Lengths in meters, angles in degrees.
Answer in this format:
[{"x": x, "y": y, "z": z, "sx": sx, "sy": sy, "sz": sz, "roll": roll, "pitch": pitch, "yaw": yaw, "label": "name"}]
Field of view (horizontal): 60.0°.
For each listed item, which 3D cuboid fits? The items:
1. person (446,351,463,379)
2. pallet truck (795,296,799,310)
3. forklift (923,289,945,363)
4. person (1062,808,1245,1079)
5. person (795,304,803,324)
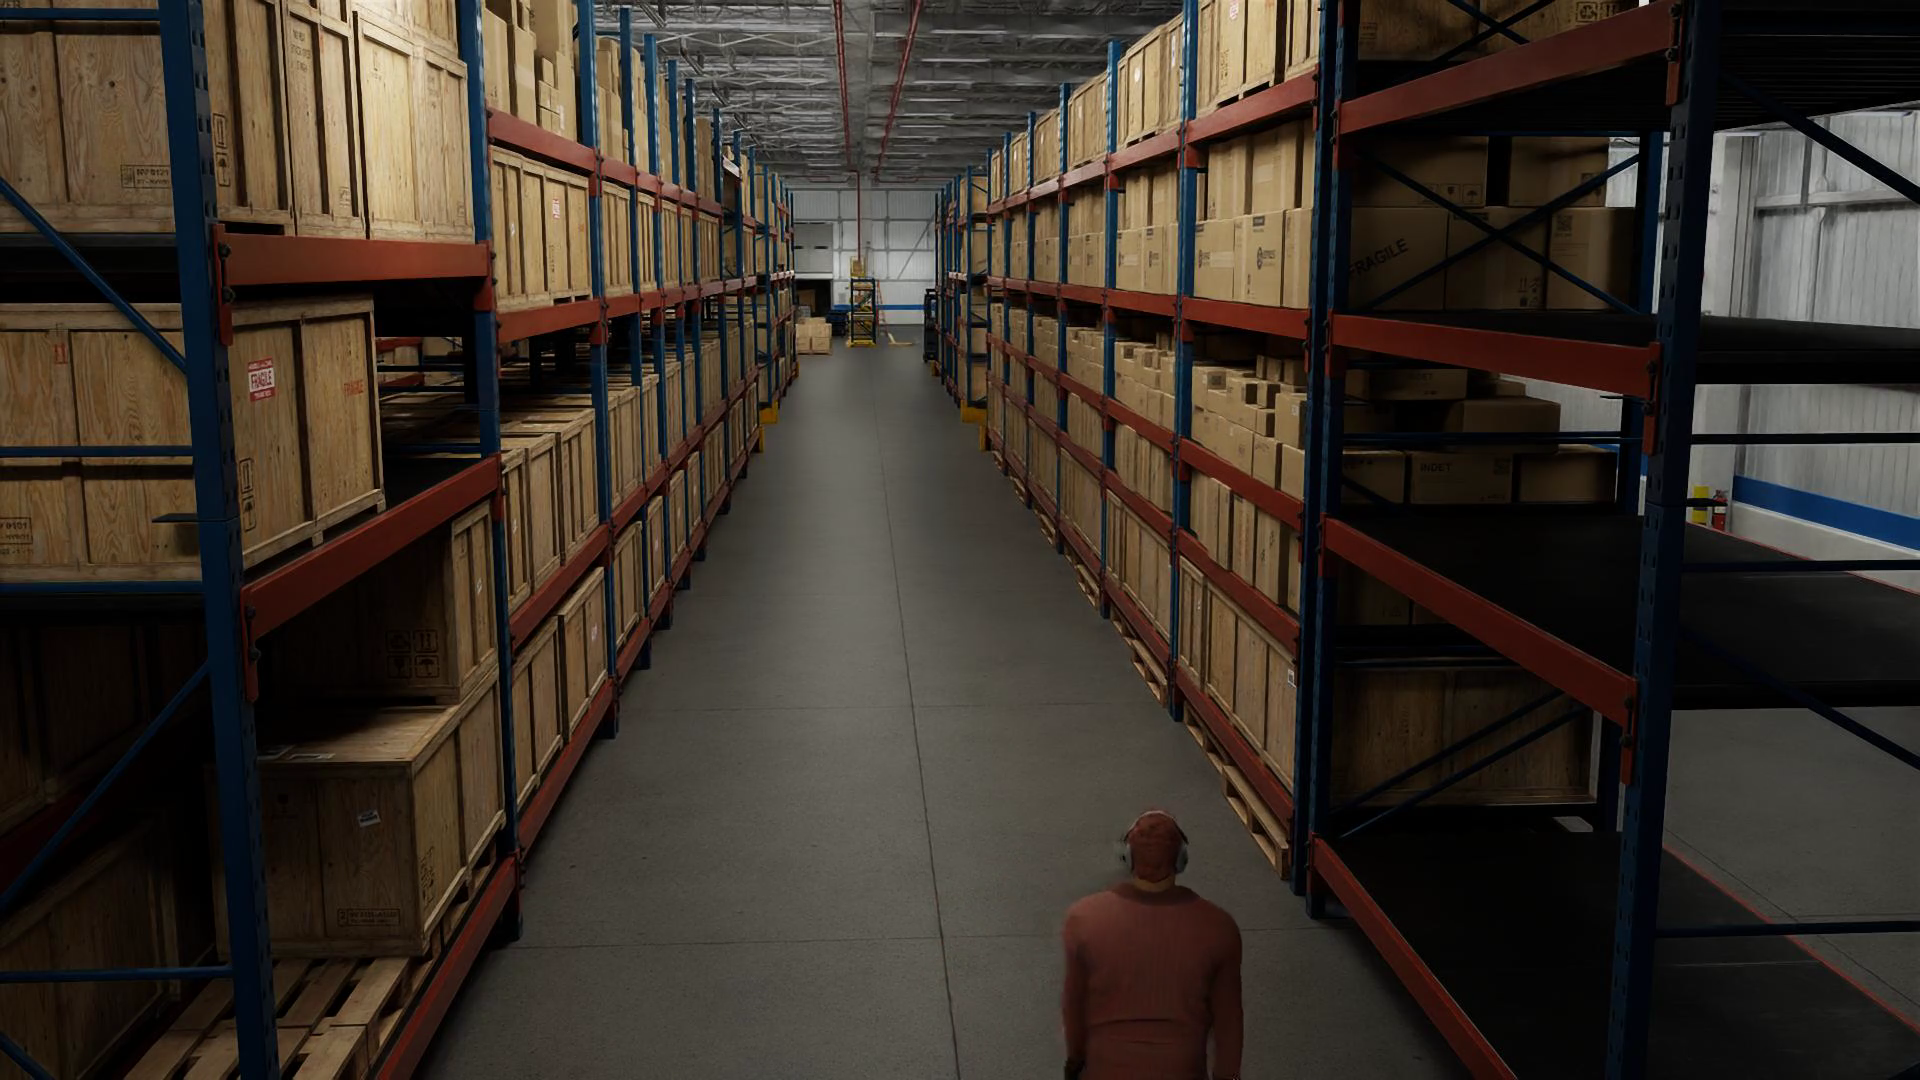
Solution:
[{"x": -11.643, "y": -3.441, "z": 38.237, "sx": 0.787, "sy": 1.800, "sz": 0.631, "roll": 1, "pitch": 10, "yaw": 5, "label": "person"}, {"x": -8.622, "y": -12.439, "z": 91.403, "sx": 1.885, "sy": 1.965, "sz": 0.823, "roll": 2, "pitch": 10, "yaw": 13, "label": "pallet truck"}, {"x": -0.834, "y": -8.187, "z": 63.375, "sx": 1.129, "sy": 2.768, "sz": 1.873, "roll": -1, "pitch": 10, "yaw": -3, "label": "forklift"}, {"x": 0.698, "y": 1.903, "z": 6.053, "sx": 0.656, "sy": 1.899, "sz": 0.427, "roll": 1, "pitch": 10, "yaw": 4, "label": "person"}, {"x": -7.557, "y": -10.009, "z": 77.234, "sx": 0.642, "sy": 1.892, "sz": 1.026, "roll": -9, "pitch": 13, "yaw": -42, "label": "person"}]
